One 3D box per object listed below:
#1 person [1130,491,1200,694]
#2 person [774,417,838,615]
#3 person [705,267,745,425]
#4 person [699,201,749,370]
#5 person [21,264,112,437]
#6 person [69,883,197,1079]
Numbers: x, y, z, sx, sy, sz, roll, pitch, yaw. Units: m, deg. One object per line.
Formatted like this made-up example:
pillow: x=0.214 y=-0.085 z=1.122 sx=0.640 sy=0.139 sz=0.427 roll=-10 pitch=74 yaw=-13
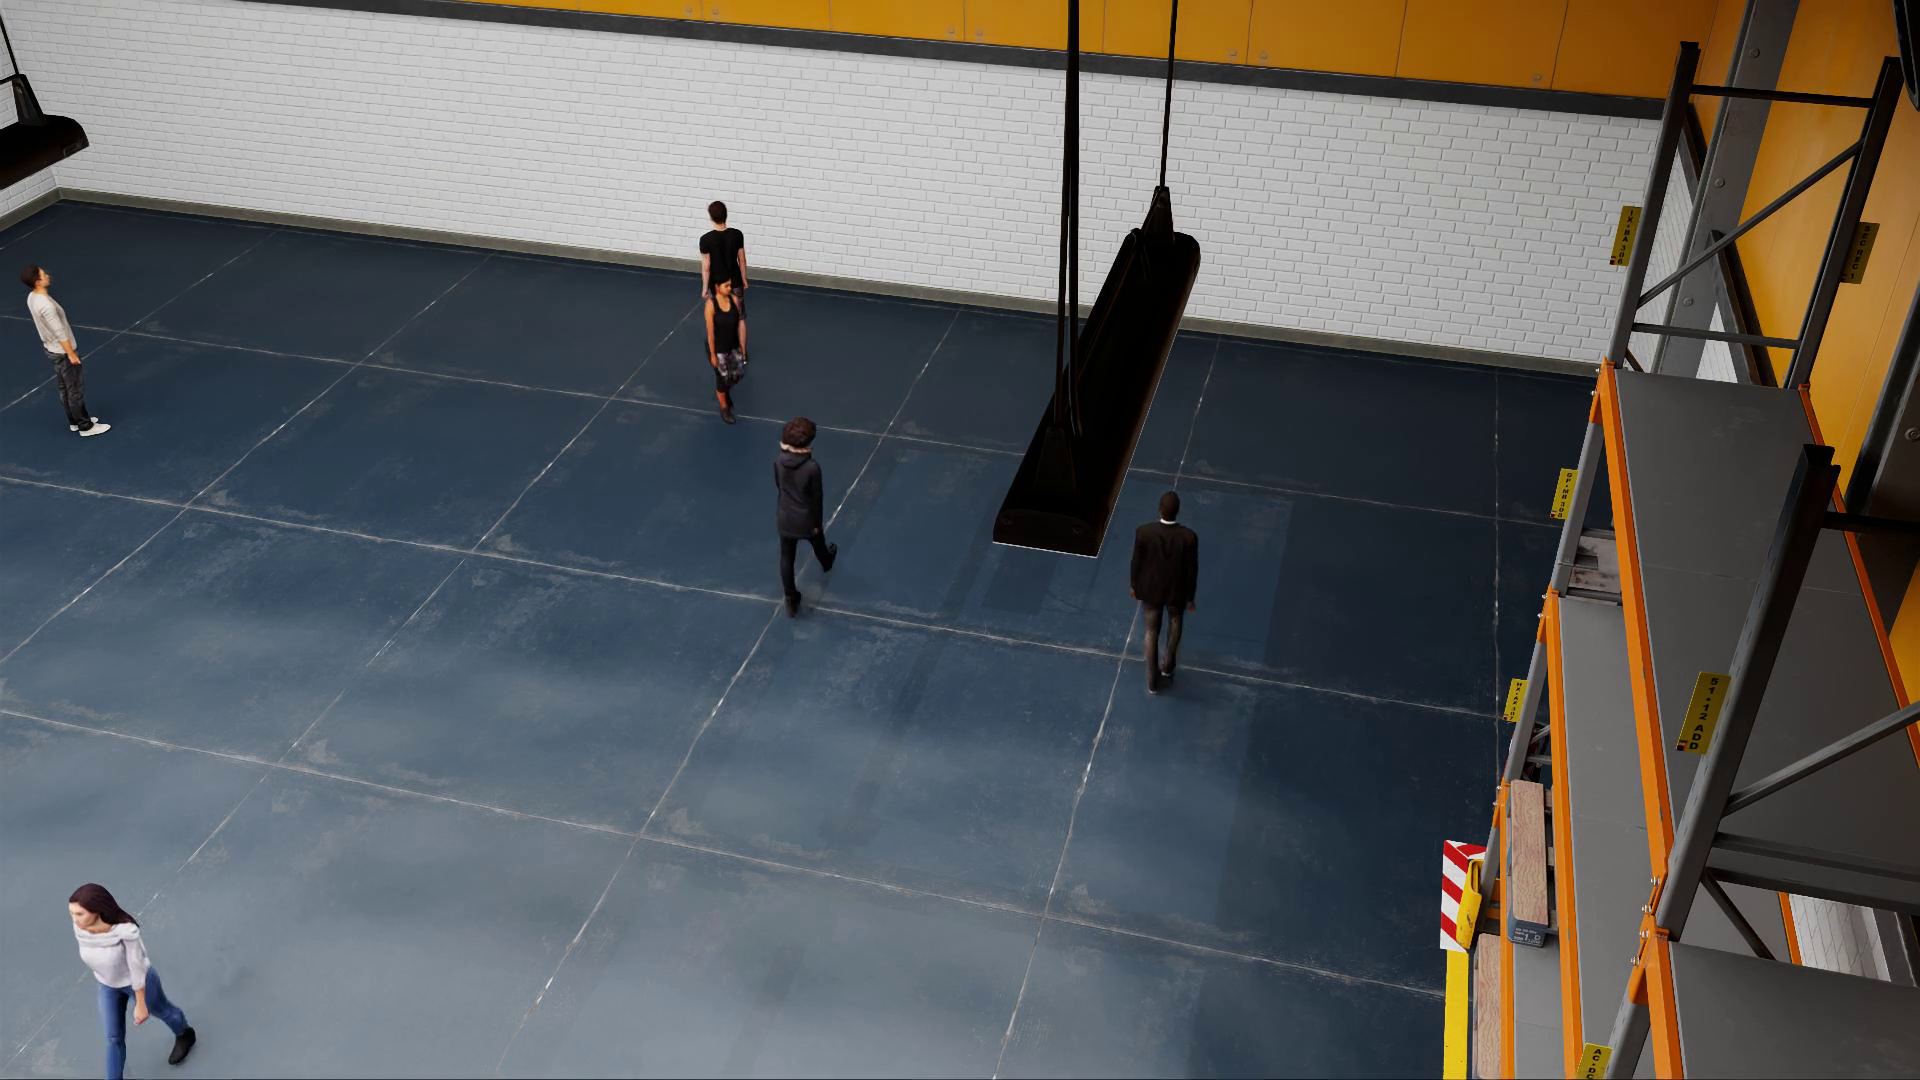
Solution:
person: x=1.580 y=0.454 z=12.952 sx=0.705 sy=1.791 sz=0.713 roll=6 pitch=34 yaw=9
person: x=-1.383 y=-0.155 z=13.923 sx=0.626 sy=1.730 sz=1.078 roll=9 pitch=35 yaw=13
person: x=-2.426 y=-1.980 z=16.734 sx=0.743 sy=1.658 sz=0.810 roll=-26 pitch=41 yaw=-33
person: x=-2.494 y=-2.707 z=17.646 sx=0.763 sy=1.858 sz=0.814 roll=-16 pitch=37 yaw=-23
person: x=-8.904 y=-1.878 z=16.442 sx=0.729 sy=1.811 sz=0.724 roll=29 pitch=43 yaw=36
person: x=-4.888 y=2.587 z=9.913 sx=0.625 sy=1.602 sz=0.965 roll=7 pitch=34 yaw=10
